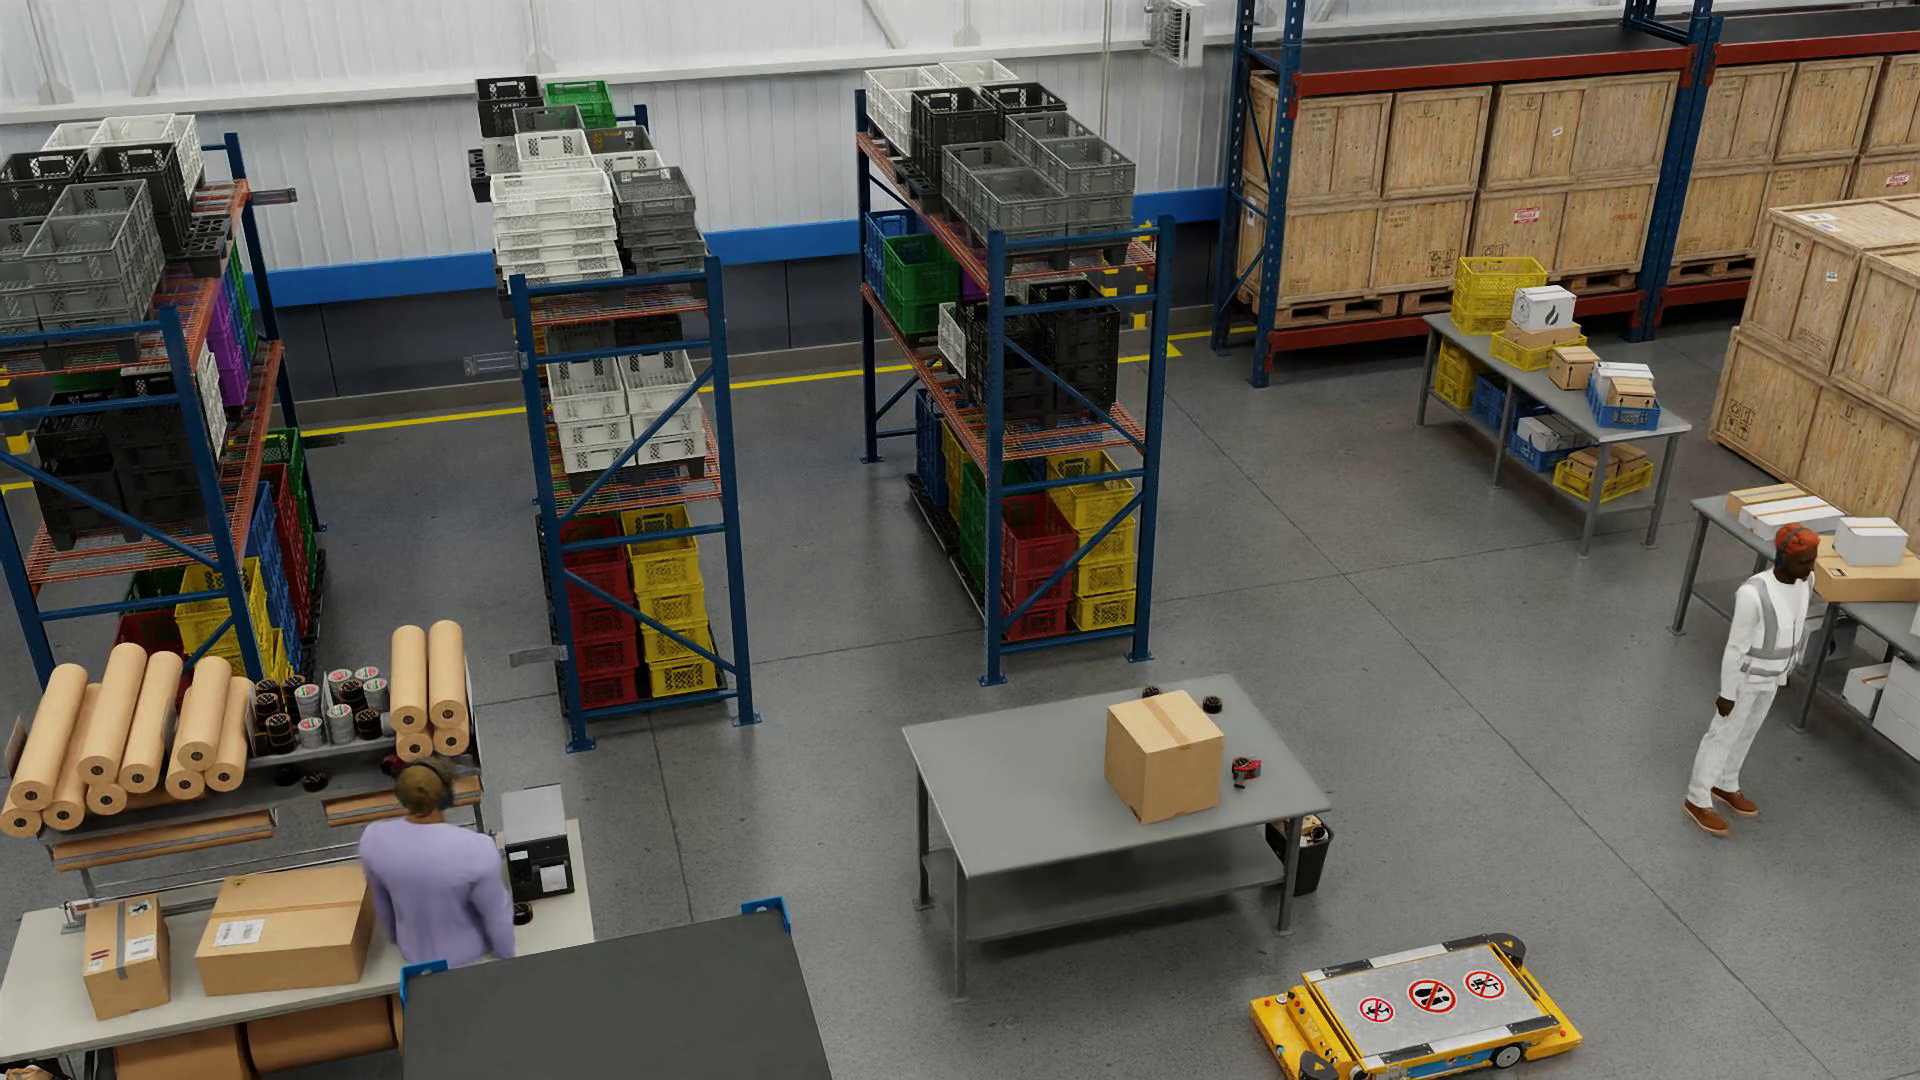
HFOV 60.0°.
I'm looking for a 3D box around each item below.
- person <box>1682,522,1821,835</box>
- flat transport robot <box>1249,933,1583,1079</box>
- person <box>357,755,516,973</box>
[{"bbox_3d":[4.359,0.746,9.114,0.585,1.881,0.337,-18,33,-29],"label":"person"},{"bbox_3d":[2.184,2.282,7.980,1.431,0.197,0.652,-8,30,-14],"label":"flat transport robot"},{"bbox_3d":[-2.216,1.765,7.214,0.630,1.931,0.369,5,29,10],"label":"person"}]
